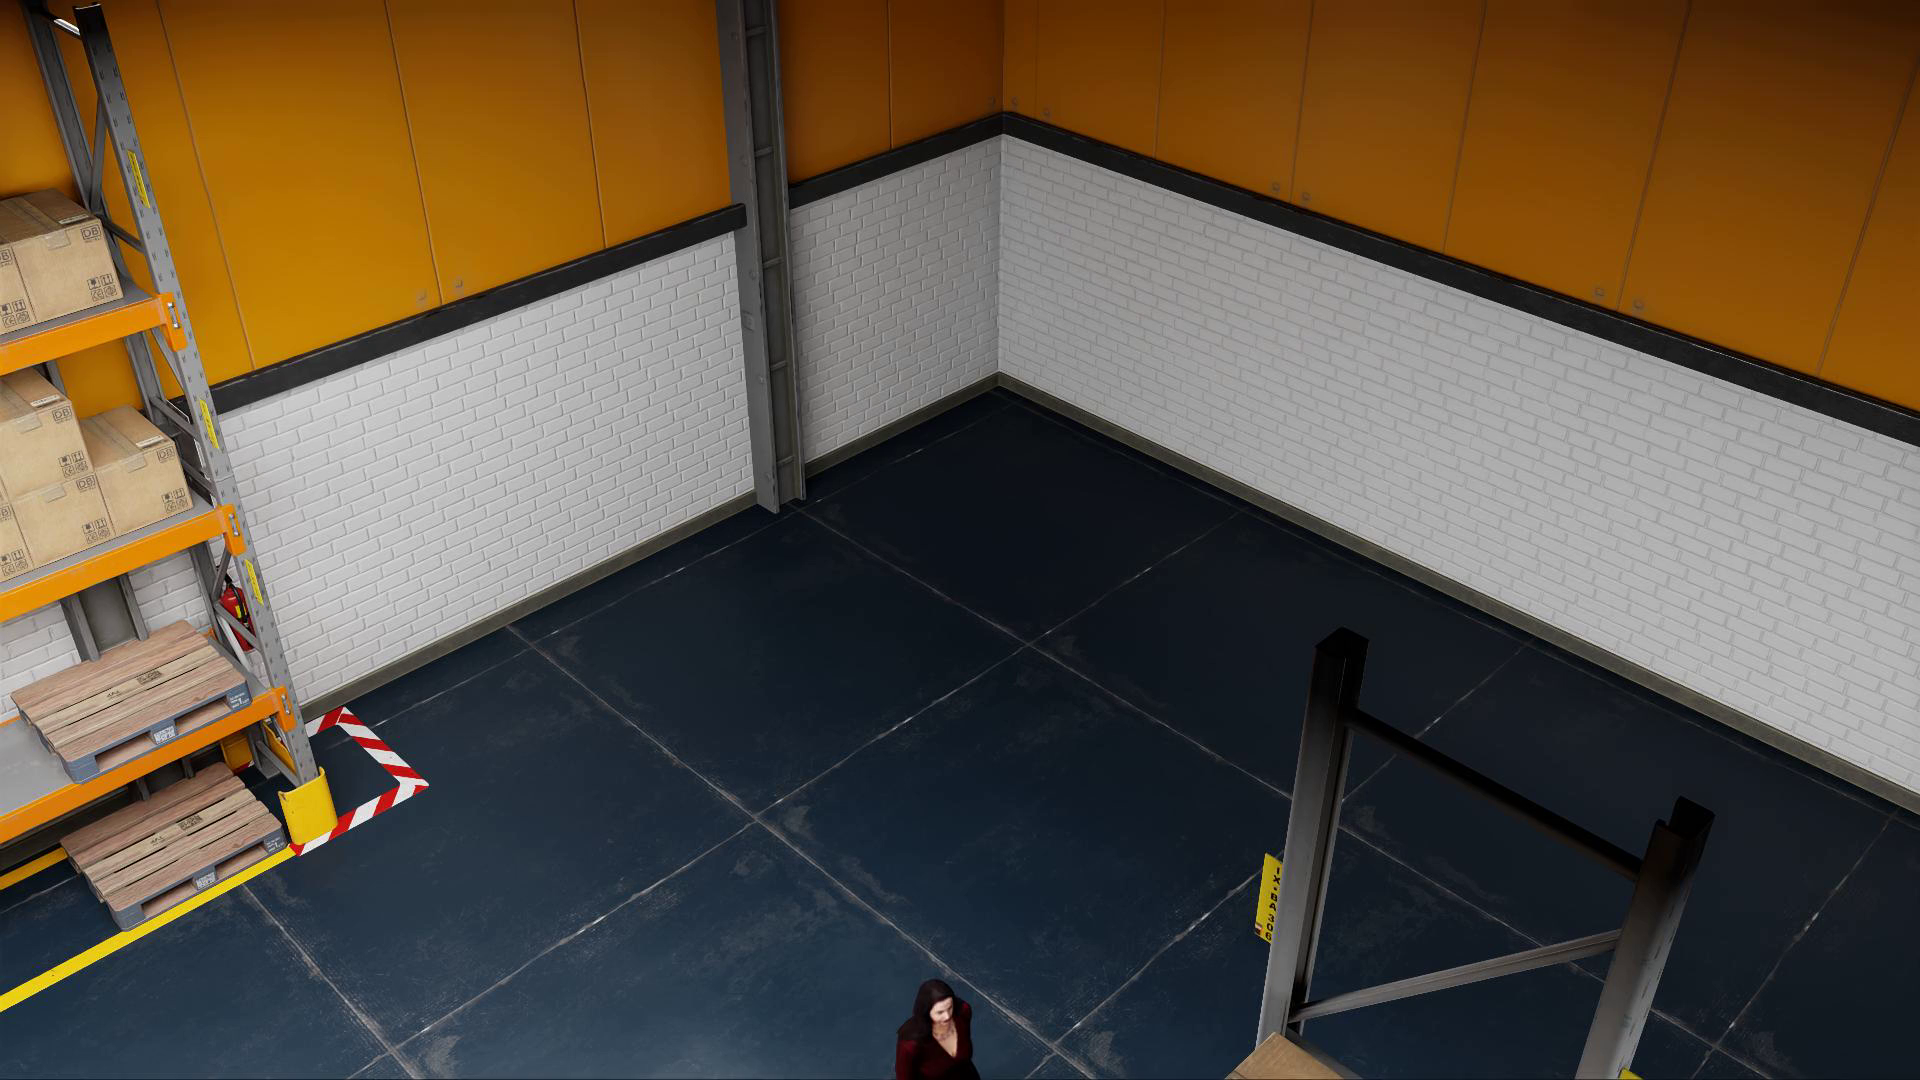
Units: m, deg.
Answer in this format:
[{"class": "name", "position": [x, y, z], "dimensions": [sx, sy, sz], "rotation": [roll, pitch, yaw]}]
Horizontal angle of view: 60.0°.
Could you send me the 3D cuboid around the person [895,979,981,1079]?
[{"class": "person", "position": [-0.198, 3.031, 9.370], "dimensions": [1.030, 1.724, 0.834], "rotation": [-23, 40, -30]}]
